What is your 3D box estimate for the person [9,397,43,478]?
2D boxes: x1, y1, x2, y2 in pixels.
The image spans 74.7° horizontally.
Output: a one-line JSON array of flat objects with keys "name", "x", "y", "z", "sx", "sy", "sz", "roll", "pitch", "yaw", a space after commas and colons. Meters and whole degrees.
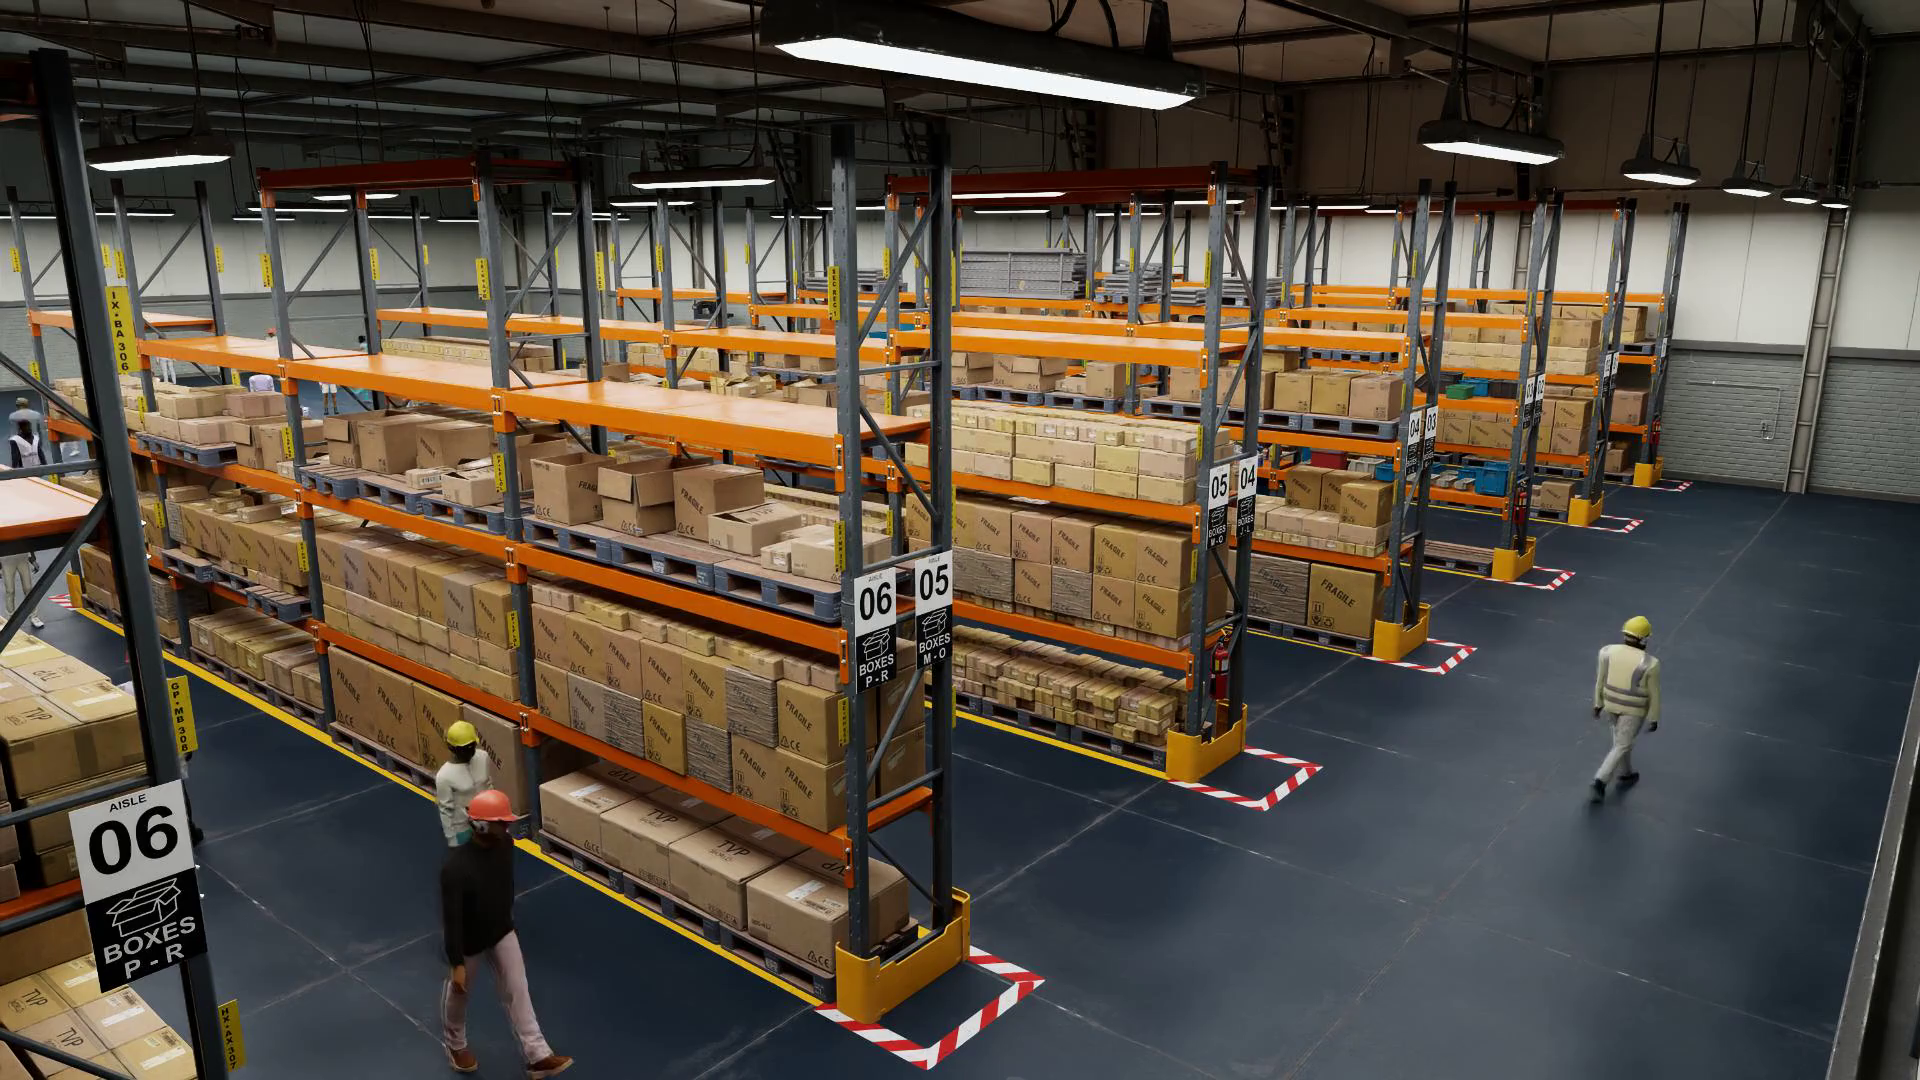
[{"name": "person", "x": -20.358, "y": -2.160, "z": 27.509, "sx": 0.450, "sy": 1.920, "sz": 0.647, "roll": 6, "pitch": 15, "yaw": 25}]

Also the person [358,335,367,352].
[{"name": "person", "x": -22.332, "y": -6.811, "z": 47.133, "sx": 0.378, "sy": 1.681, "sz": 0.551, "roll": -4, "pitch": 14, "yaw": -14}]

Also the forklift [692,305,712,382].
[{"name": "forklift", "x": -9.511, "y": -7.392, "z": 47.124, "sx": 1.873, "sy": 2.768, "sz": 1.129, "roll": 11, "pitch": 17, "yaw": 38}]

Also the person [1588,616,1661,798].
[{"name": "person", "x": 6.463, "y": 1.615, "z": 12.248, "sx": 0.879, "sy": 1.799, "sz": 0.603, "roll": -8, "pitch": 16, "yaw": -29}]

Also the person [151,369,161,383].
[{"name": "person", "x": -23.171, "y": -4.118, "z": 36.187, "sx": 0.526, "sy": 1.623, "sz": 0.566, "roll": 12, "pitch": 18, "yaw": 40}]

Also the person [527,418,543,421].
[{"name": "person", "x": -10.581, "y": -3.100, "z": 31.650, "sx": 0.630, "sy": 1.802, "sz": 0.929, "roll": -7, "pitch": 15, "yaw": -26}]

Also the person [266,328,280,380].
[{"name": "person", "x": -25.660, "y": -6.917, "z": 46.991, "sx": 0.653, "sy": 1.955, "sz": 0.933, "roll": 2, "pitch": 14, "yaw": 6}]

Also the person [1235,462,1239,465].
[{"name": "person", "x": 4.281, "y": -0.194, "z": 19.207, "sx": 0.650, "sy": 2.023, "sz": 0.654, "roll": 10, "pitch": 17, "yaw": 36}]

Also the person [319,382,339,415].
[{"name": "person", "x": -19.230, "y": -4.804, "z": 38.348, "sx": 0.542, "sy": 1.939, "sz": 0.364, "roll": -7, "pitch": 15, "yaw": -27}]

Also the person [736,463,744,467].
[{"name": "person", "x": -4.905, "y": -2.584, "z": 29.506, "sx": 0.527, "sy": 1.801, "sz": 0.872, "roll": 10, "pitch": 17, "yaw": 35}]

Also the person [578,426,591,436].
[{"name": "person", "x": -9.256, "y": -3.057, "z": 31.149, "sx": 0.614, "sy": 1.942, "sz": 0.404, "roll": -13, "pitch": 19, "yaw": -42}]

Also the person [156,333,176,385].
[{"name": "person", "x": -28.471, "y": -6.454, "z": 45.136, "sx": 0.353, "sy": 1.937, "sz": 0.635, "roll": 11, "pitch": 17, "yaw": 38}]

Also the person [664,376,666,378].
[{"name": "person", "x": -7.354, "y": -3.192, "z": 31.824, "sx": 0.617, "sy": 1.880, "sz": 0.945, "roll": -7, "pitch": 15, "yaw": -27}]

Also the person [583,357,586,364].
[{"name": "person", "x": -11.175, "y": -4.583, "z": 37.677, "sx": 0.378, "sy": 1.833, "sz": 0.704, "roll": -4, "pitch": 14, "yaw": -15}]

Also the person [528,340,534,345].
[{"name": "person", "x": -15.501, "y": -6.498, "z": 45.703, "sx": 0.533, "sy": 1.746, "sz": 0.535, "roll": 7, "pitch": 15, "yaw": 25}]

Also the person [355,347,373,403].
[{"name": "person", "x": -19.367, "y": -5.322, "z": 40.717, "sx": 0.488, "sy": 1.831, "sz": 0.576, "roll": -2, "pitch": 14, "yaw": -10}]

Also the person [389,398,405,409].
[{"name": "person", "x": -15.550, "y": -3.875, "z": 34.613, "sx": 0.554, "sy": 1.908, "sz": 0.921, "roll": 0, "pitch": 14, "yaw": 0}]

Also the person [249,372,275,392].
[{"name": "person", "x": -19.199, "y": -3.911, "z": 34.701, "sx": 0.587, "sy": 1.927, "sz": 0.369, "roll": -8, "pitch": 16, "yaw": -30}]

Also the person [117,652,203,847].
[{"name": "person", "x": -7.097, "y": 1.819, "z": 11.122, "sx": 0.543, "sy": 1.932, "sz": 0.376, "roll": -6, "pitch": 15, "yaw": -24}]

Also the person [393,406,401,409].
[{"name": "person", "x": -13.063, "y": -2.531, "z": 29.517, "sx": 0.565, "sy": 1.677, "sz": 0.552, "roll": -5, "pitch": 15, "yaw": -21}]

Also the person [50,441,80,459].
[{"name": "person", "x": -22.024, "y": -2.798, "z": 30.819, "sx": 0.539, "sy": 1.586, "sz": 0.880, "roll": 3, "pitch": 14, "yaw": 11}]

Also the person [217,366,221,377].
[{"name": "person", "x": -24.645, "y": -5.610, "z": 42.300, "sx": 0.515, "sy": 1.636, "sz": 0.314, "roll": -2, "pitch": 14, "yaw": -8}]

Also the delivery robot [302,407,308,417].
[{"name": "delivery robot", "x": -19.519, "y": -3.782, "z": 36.924, "sx": 0.707, "sy": 0.478, "sz": 0.477, "roll": 2, "pitch": 14, "yaw": 9}]

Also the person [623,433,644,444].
[{"name": "person", "x": -6.398, "y": -1.316, "z": 24.292, "sx": 0.621, "sy": 1.792, "sz": 0.872, "roll": -11, "pitch": 18, "yaw": -39}]

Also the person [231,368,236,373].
[{"name": "person", "x": -23.202, "y": -5.210, "z": 40.114, "sx": 0.918, "sy": 1.905, "sz": 0.545, "roll": 5, "pitch": 15, "yaw": 21}]

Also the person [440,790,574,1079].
[{"name": "person", "x": -3.007, "y": 2.563, "z": 8.030, "sx": 1.014, "sy": 1.929, "sz": 0.718, "roll": 8, "pitch": 16, "yaw": 30}]

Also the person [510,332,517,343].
[{"name": "person", "x": -17.767, "y": -7.432, "z": 49.881, "sx": 0.839, "sy": 1.593, "sz": 0.511, "roll": 13, "pitch": 19, "yaw": 43}]

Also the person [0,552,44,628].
[{"name": "person", "x": -13.069, "y": 0.321, "z": 17.416, "sx": 0.318, "sy": 1.868, "sz": 0.531, "roll": 12, "pitch": 18, "yaw": 40}]

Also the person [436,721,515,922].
[{"name": "person", "x": -3.766, "y": 2.232, "z": 9.807, "sx": 0.568, "sy": 1.742, "sz": 0.548, "roll": 7, "pitch": 15, "yaw": 26}]

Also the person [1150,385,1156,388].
[{"name": "person", "x": 4.797, "y": -3.152, "z": 31.556, "sx": 0.553, "sy": 1.935, "sz": 0.364, "roll": -7, "pitch": 15, "yaw": -26}]

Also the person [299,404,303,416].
[{"name": "person", "x": -14.264, "y": -2.023, "z": 27.106, "sx": 0.939, "sy": 1.854, "sz": 0.592, "roll": 4, "pitch": 14, "yaw": 16}]

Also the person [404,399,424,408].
[{"name": "person", "x": -16.437, "y": -4.689, "z": 37.751, "sx": 0.951, "sy": 2.007, "sz": 0.617, "roll": 6, "pitch": 15, "yaw": 25}]

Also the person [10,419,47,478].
[{"name": "person", "x": -17.932, "y": -1.394, "z": 24.394, "sx": 0.619, "sy": 1.897, "sz": 0.628, "roll": 1, "pitch": 14, "yaw": 5}]

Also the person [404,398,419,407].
[{"name": "person", "x": -17.107, "y": -4.923, "z": 38.988, "sx": 0.665, "sy": 1.857, "sz": 0.969, "roll": -4, "pitch": 14, "yaw": -15}]
